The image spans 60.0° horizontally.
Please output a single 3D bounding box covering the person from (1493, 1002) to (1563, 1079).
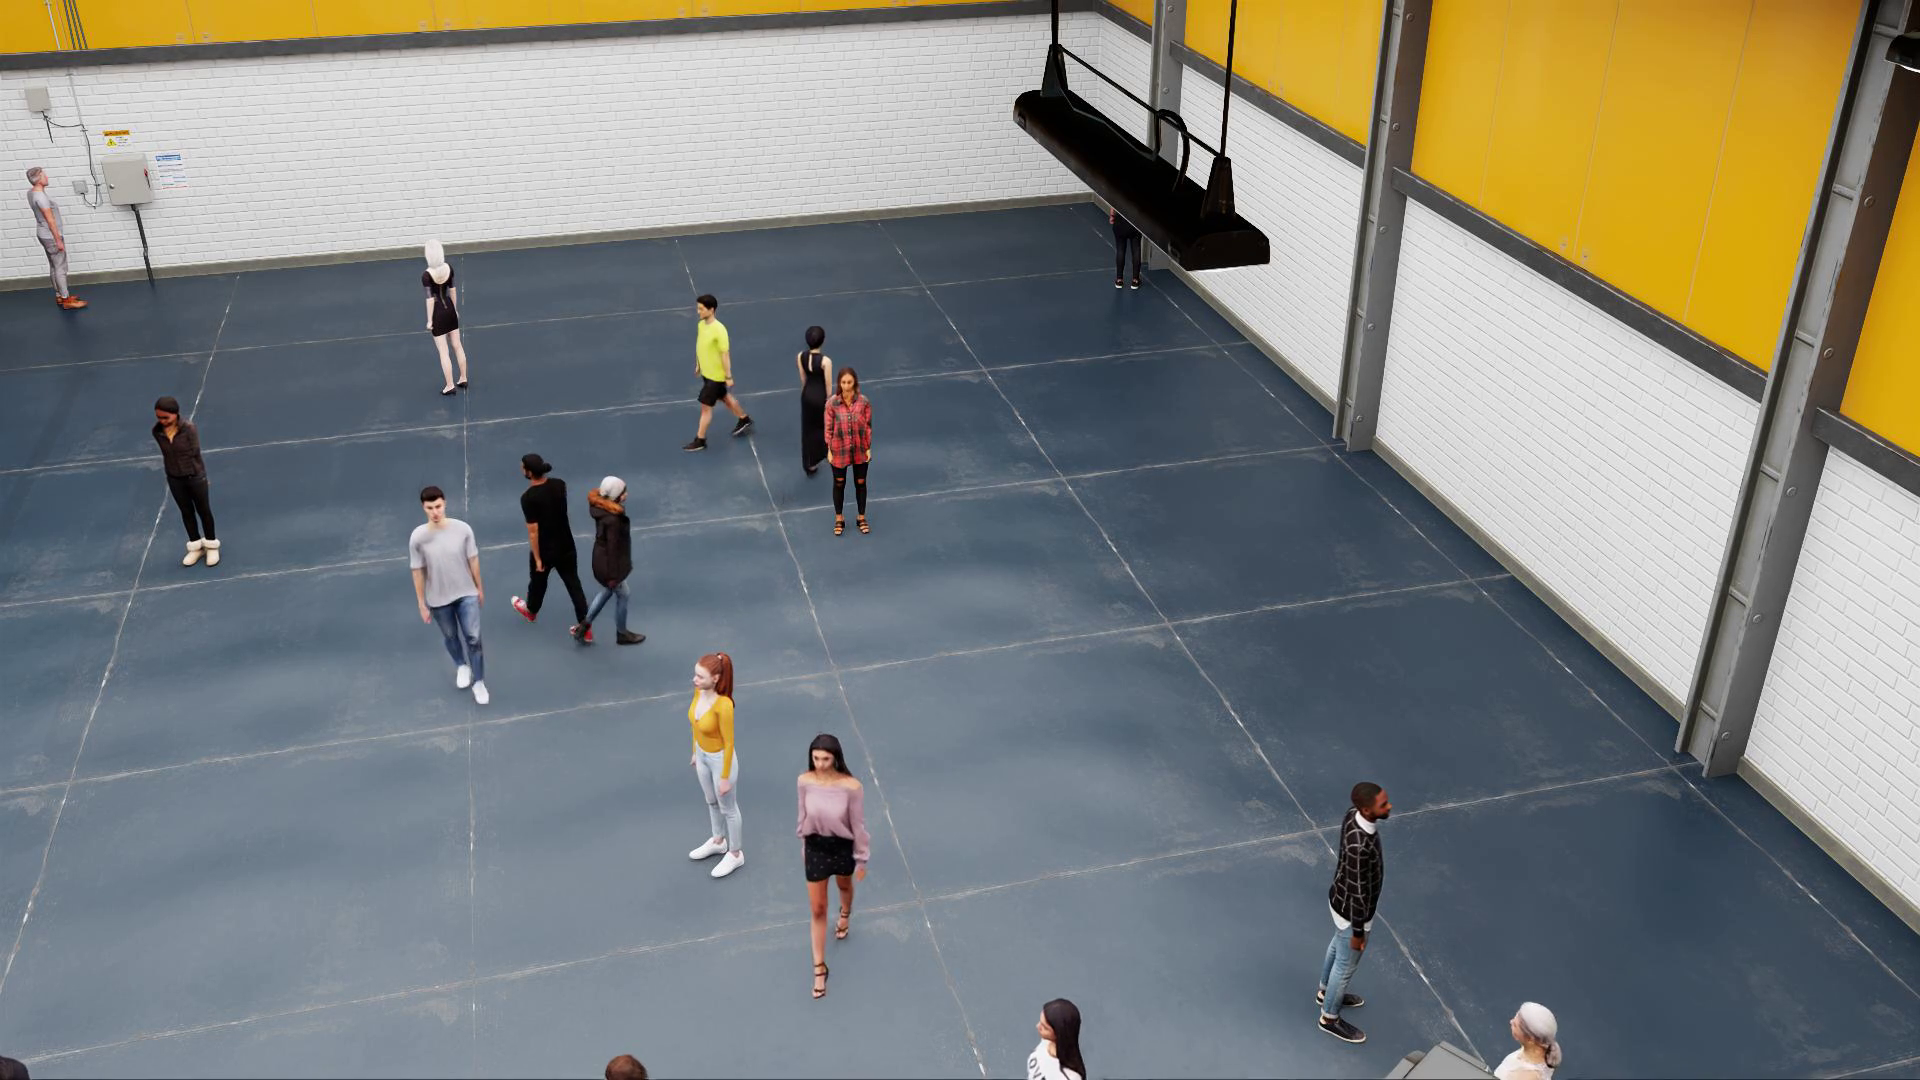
[{"bbox_3d":[2.974,3.121,8.618,0.901,1.690,0.827,21,35,34],"label":"person"}]

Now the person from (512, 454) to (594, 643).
[{"bbox_3d":[-3.402,0.106,14.123,1.238,1.710,1.083,21,35,34],"label":"person"}]

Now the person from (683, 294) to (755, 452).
[{"bbox_3d":[-2.549,-1.813,17.685,0.942,1.669,1.138,-19,34,-30],"label":"person"}]

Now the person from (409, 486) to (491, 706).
[{"bbox_3d":[-4.122,0.382,13.458,0.710,1.863,0.880,-9,30,-16],"label":"person"}]

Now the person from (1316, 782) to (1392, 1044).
[{"bbox_3d":[2.382,2.219,10.132,0.800,1.821,0.661,6,29,10],"label":"person"}]

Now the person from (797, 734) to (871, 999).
[{"bbox_3d":[-0.790,1.968,10.657,0.942,1.760,1.179,4,29,7],"label":"person"}]

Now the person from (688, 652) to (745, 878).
[{"bbox_3d":[-1.680,1.525,11.479,0.736,1.750,0.630,-21,35,-34],"label":"person"}]

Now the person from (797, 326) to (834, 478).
[{"bbox_3d":[-1.516,-1.383,16.997,0.951,1.571,1.032,13,31,22],"label":"person"}]

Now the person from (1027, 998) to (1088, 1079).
[{"bbox_3d":[0.599,3.060,8.684,0.796,1.732,1.119,-3,29,-5],"label":"person"}]

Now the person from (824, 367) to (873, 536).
[{"bbox_3d":[-1.058,-0.858,15.896,0.628,1.704,0.575,-4,29,-8],"label":"person"}]

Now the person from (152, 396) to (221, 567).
[{"bbox_3d":[-7.180,-0.587,15.447,0.657,1.660,0.606,-7,29,-13],"label":"person"}]

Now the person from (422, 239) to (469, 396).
[{"bbox_3d":[-5.844,-2.527,18.824,0.697,1.830,0.647,17,33,28],"label":"person"}]

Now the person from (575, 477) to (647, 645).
[{"bbox_3d":[-3.003,0.195,14.064,0.741,1.611,0.779,-13,31,-22],"label":"person"}]

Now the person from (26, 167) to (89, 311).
[{"bbox_3d":[-11.647,-3.877,21.300,0.829,1.829,0.673,-24,37,-37],"label":"person"}]
